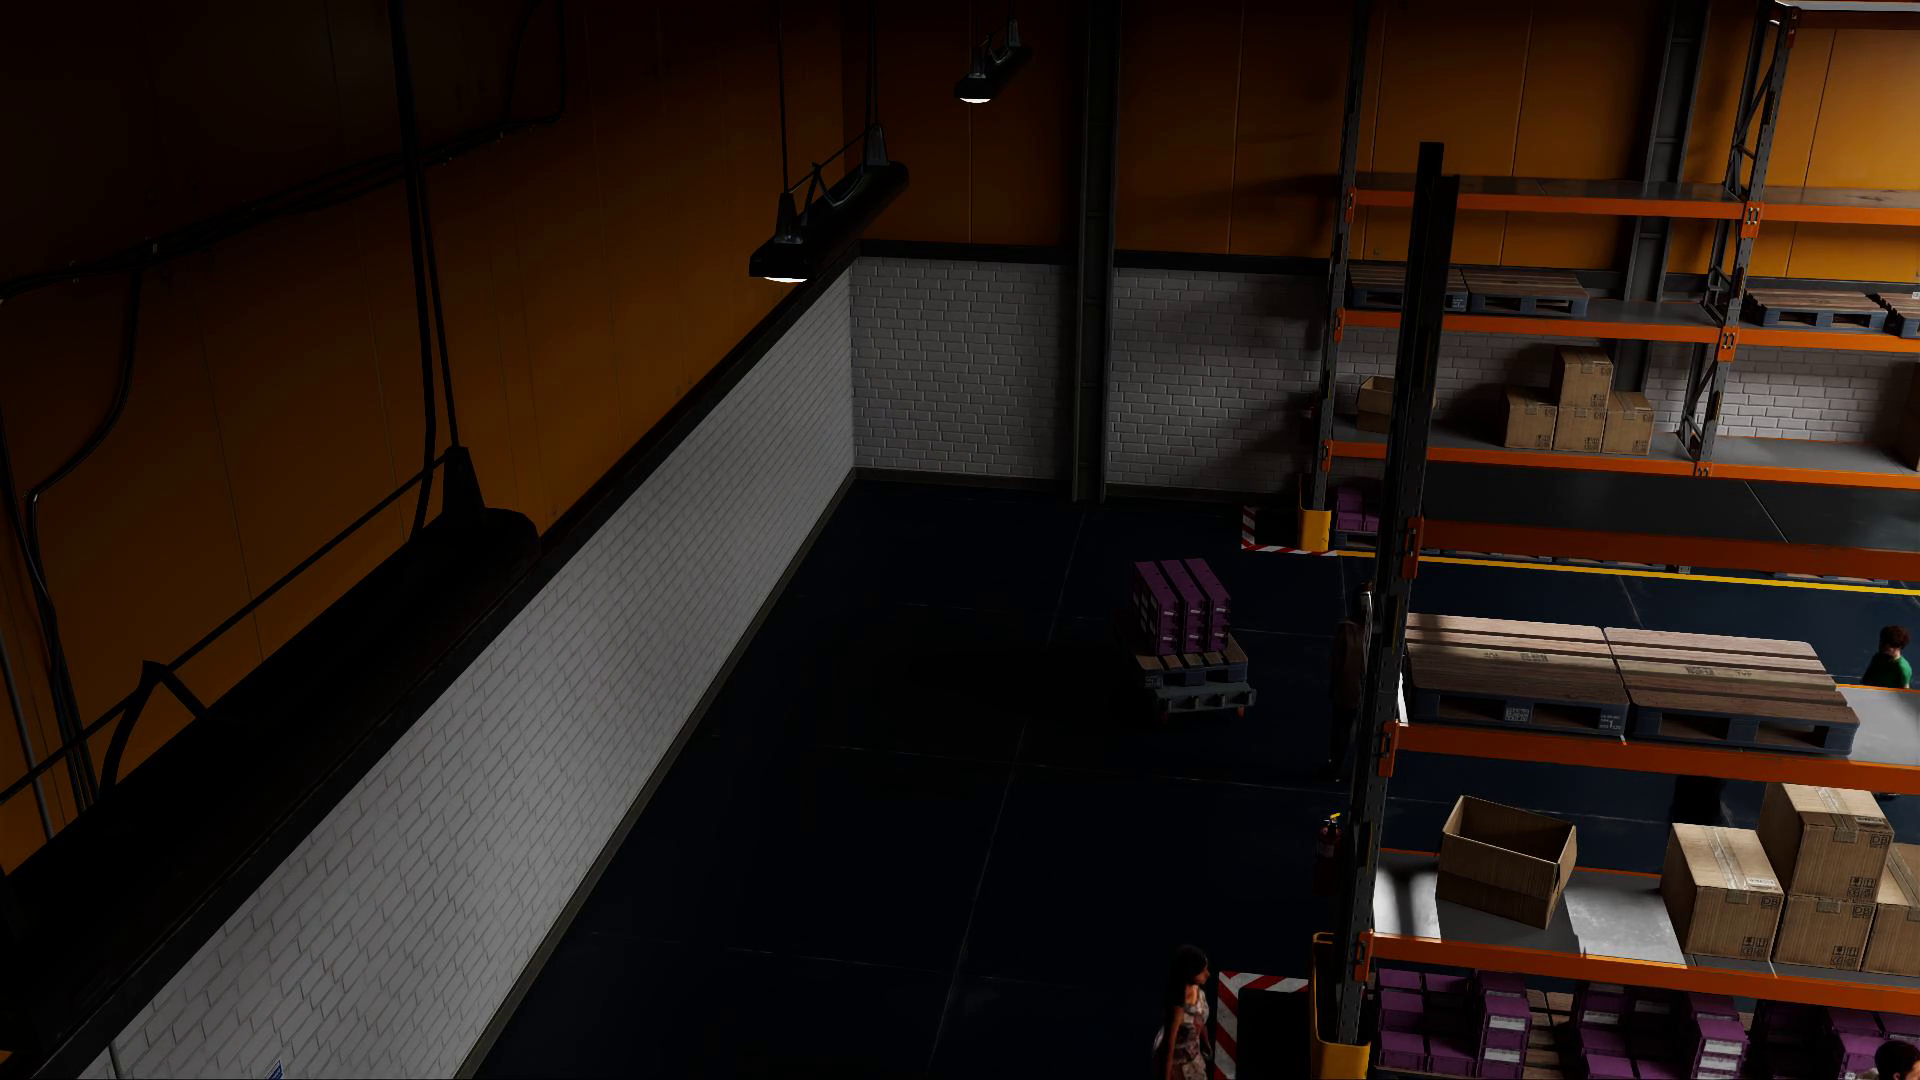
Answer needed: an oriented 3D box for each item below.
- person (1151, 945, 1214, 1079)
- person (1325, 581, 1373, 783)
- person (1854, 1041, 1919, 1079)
[{"bbox_3d":[1.232,3.119,10.034,0.743,1.632,0.694,7,25,16],"label":"person"},{"bbox_3d":[3.397,1.198,14.097,0.611,1.896,0.750,2,24,5],"label":"person"},{"bbox_3d":[4.750,3.441,9.012,0.621,1.860,0.695,6,24,13],"label":"person"}]
